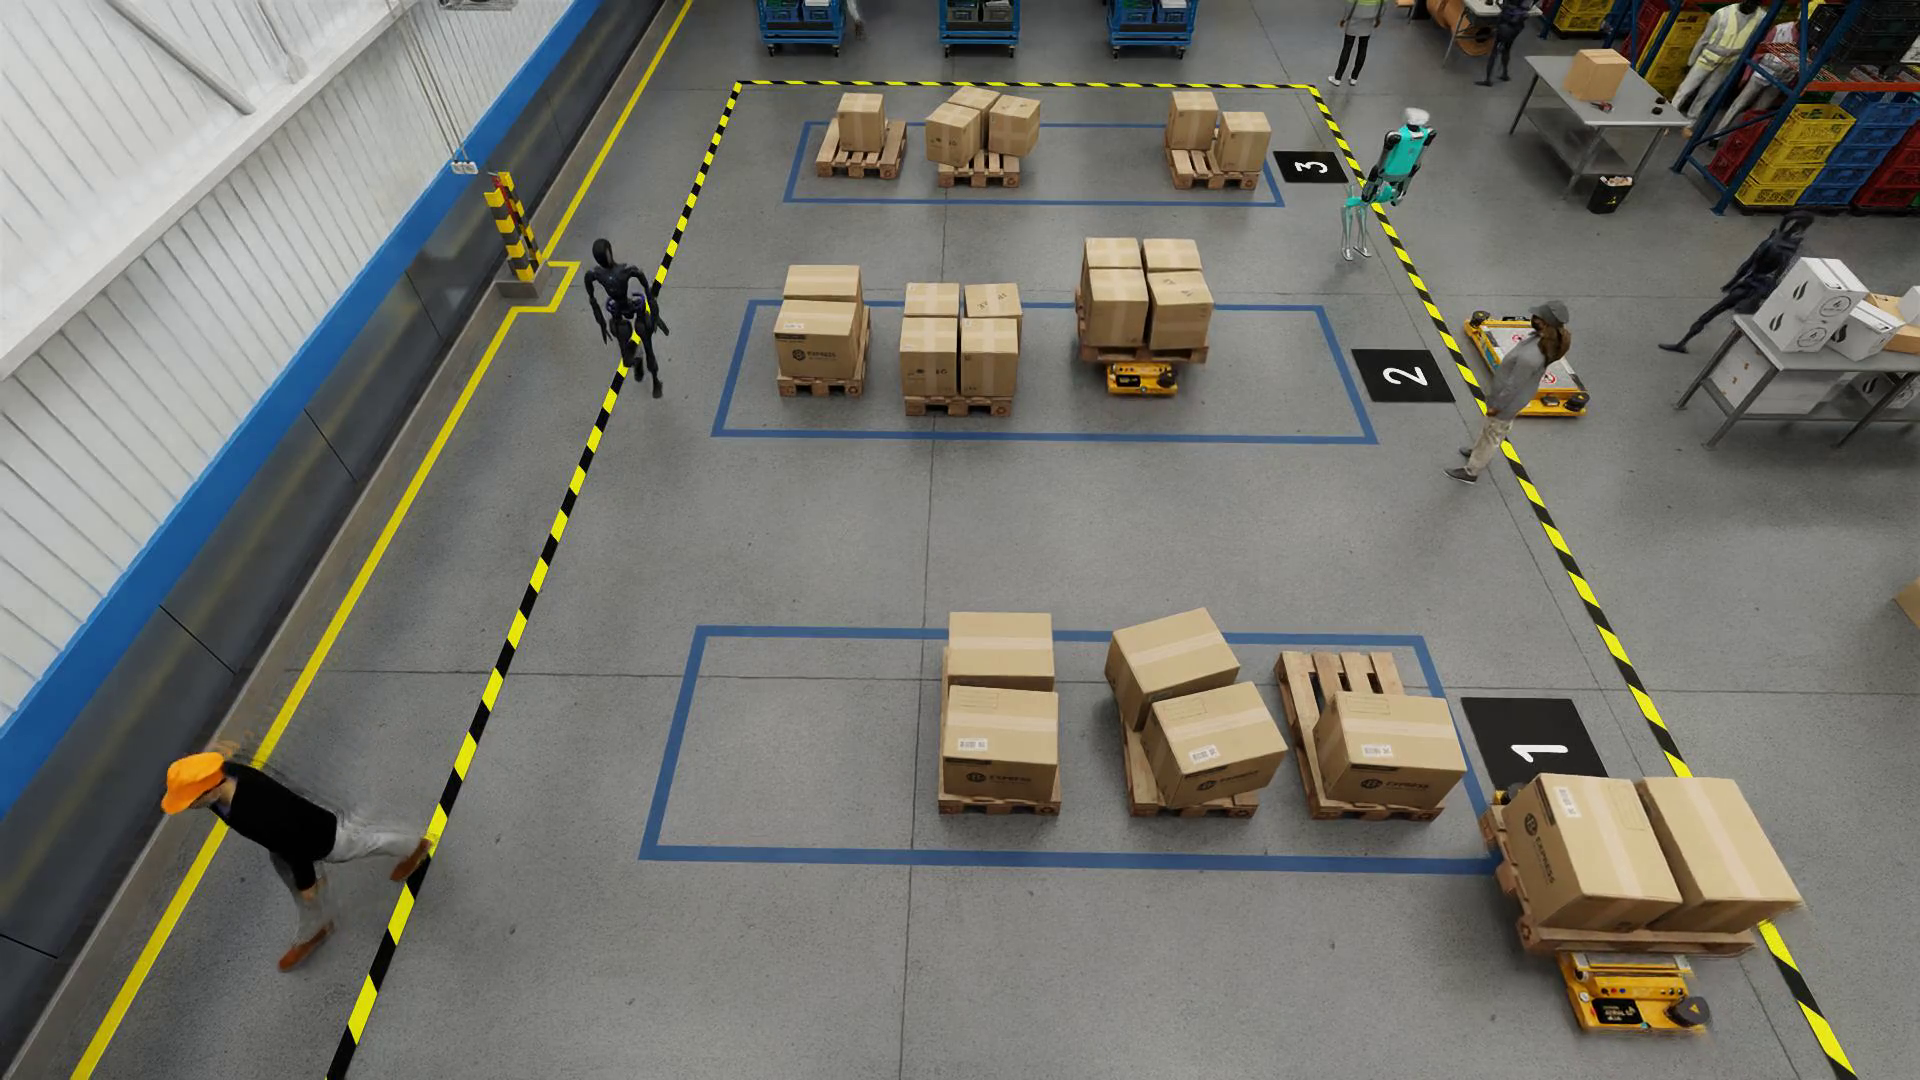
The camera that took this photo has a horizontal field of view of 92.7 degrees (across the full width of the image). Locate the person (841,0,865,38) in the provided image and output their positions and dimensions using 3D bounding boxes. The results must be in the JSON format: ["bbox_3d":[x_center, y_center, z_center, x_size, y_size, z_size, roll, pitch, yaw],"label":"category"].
[{"bbox_3d":[-1.885,-8.702,13.985,0.838,1.912,0.636,37,58,27],"label":"person"}]

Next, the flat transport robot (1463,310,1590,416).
[{"bbox_3d":[5.573,-1.757,9.054,0.659,0.231,1.431,1,49,1],"label":"flat transport robot"}]

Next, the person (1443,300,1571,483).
[{"bbox_3d":[4.553,-1.199,7.577,0.394,1.769,0.564,36,58,27],"label":"person"}]

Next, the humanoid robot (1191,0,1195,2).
[{"bbox_3d":[3.963,-9.860,15.137,0.323,1.658,0.612,33,57,25],"label":"humanoid robot"}]

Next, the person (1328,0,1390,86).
[{"bbox_3d":[5.653,-7.360,12.857,0.590,1.852,0.365,-1,49,-1],"label":"person"}]

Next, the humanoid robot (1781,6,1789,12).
[{"bbox_3d":[12.448,-8.016,13.521,0.920,1.790,0.551,-6,49,-5],"label":"humanoid robot"}]

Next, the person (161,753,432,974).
[{"bbox_3d":[-3.694,1.679,5.049,0.586,1.831,0.984,19,52,16],"label":"person"}]

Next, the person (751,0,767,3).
[{"bbox_3d":[-3.371,-9.867,14.952,0.612,1.964,0.361,8,50,7],"label":"person"}]

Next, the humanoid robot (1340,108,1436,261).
[{"bbox_3d":[4.462,-3.850,9.806,0.533,1.677,0.735,-11,50,-9],"label":"humanoid robot"}]

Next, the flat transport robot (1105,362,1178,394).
[{"bbox_3d":[1.778,-2.012,9.256,0.652,0.197,1.431,1,49,1],"label":"flat transport robot"}]

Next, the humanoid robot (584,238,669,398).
[{"bbox_3d":[-3.006,-2.047,8.378,0.608,1.645,0.407,-8,50,-7],"label":"humanoid robot"}]

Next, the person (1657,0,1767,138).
[{"bbox_3d":[9.727,-6.136,11.812,0.626,1.835,0.430,11,50,10],"label":"person"}]

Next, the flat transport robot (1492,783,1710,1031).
[{"bbox_3d":[3.882,2.194,5.616,0.652,0.197,1.431,1,49,1],"label":"flat transport robot"}]

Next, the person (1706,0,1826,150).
[{"bbox_3d":[10.185,-5.804,11.522,0.599,1.829,0.404,16,51,13],"label":"person"}]

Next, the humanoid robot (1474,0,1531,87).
[{"bbox_3d":[7.796,-7.276,12.904,0.598,1.646,0.418,-24,53,-19],"label":"humanoid robot"}]

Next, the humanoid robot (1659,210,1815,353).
[{"bbox_3d":[7.532,-2.342,8.677,0.815,1.639,0.601,13,50,11],"label":"humanoid robot"}]

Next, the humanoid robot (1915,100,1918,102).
[{"bbox_3d":[12.188,-5.599,11.473,0.788,1.878,0.558,-4,49,-4],"label":"humanoid robot"}]
